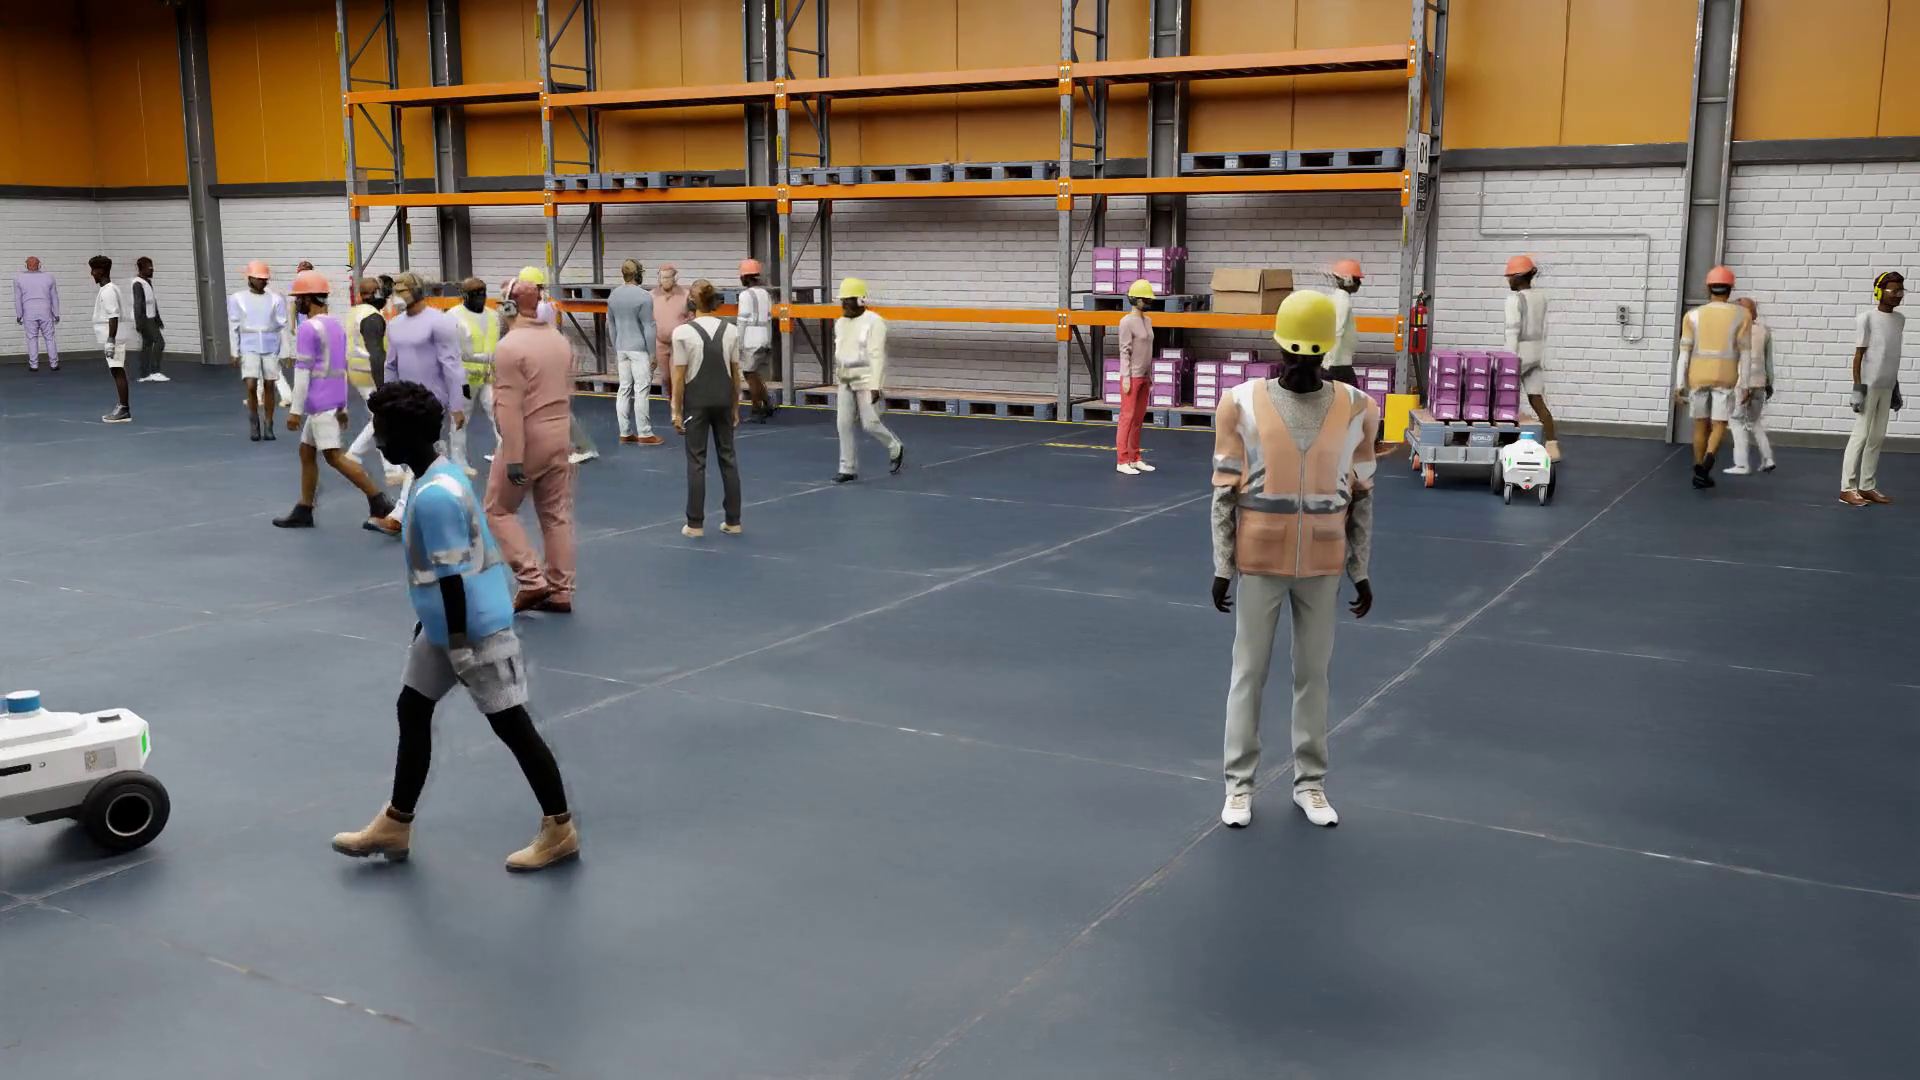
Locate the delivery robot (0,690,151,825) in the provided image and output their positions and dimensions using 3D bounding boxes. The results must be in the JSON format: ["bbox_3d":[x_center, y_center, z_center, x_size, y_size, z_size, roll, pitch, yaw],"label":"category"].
[{"bbox_3d":[-3.165,0.756,5.654,0.707,0.478,0.477,-9,13,-41],"label":"delivery robot"}]

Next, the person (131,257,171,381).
[{"bbox_3d":[-12.371,-3.374,25.506,0.624,1.903,0.600,-3,10,-17],"label":"person"}]

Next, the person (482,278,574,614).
[{"bbox_3d":[-2.405,-0.509,9.302,0.450,1.891,0.641,4,11,24],"label":"person"}]

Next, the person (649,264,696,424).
[{"bbox_3d":[-3.397,-2.324,19.653,0.663,1.878,0.825,0,10,3],"label":"person"}]

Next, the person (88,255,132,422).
[{"bbox_3d":[-10.016,-2.369,19.630,0.374,1.963,0.607,-4,11,-23],"label":"person"}]

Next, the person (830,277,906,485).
[{"bbox_3d":[-0.825,-1.393,14.545,0.594,1.807,0.702,8,13,39],"label":"person"}]

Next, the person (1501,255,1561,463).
[{"bbox_3d":[5.368,-1.717,15.908,0.654,1.989,1.061,-7,12,-35],"label":"person"}]

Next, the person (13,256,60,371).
[{"bbox_3d":[-15.341,-3.759,27.661,0.650,1.906,0.401,-6,12,-32],"label":"person"}]

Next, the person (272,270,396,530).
[{"bbox_3d":[-4.576,-1.007,12.101,0.939,1.905,0.550,0,10,0],"label":"person"}]

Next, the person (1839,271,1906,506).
[{"bbox_3d":[7.352,-1.209,13.327,0.534,1.868,0.309,-4,11,-24],"label":"person"}]

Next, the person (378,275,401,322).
[{"bbox_3d":[-7.634,-2.683,22.148,0.355,1.687,0.553,7,12,33],"label":"person"}]

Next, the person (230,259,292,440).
[{"bbox_3d":[-7.401,-2.003,17.654,0.581,1.923,0.540,-5,11,-28],"label":"person"}]

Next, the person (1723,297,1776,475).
[{"bbox_3d":[7.092,-1.389,15.062,0.537,1.609,0.368,-3,11,-18],"label":"person"}]

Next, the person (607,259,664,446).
[{"bbox_3d":[-3.374,-1.941,17.276,0.629,1.940,0.372,7,12,34],"label":"person"}]

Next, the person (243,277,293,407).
[{"bbox_3d":[-8.971,-2.615,21.509,0.953,1.803,0.646,3,11,18],"label":"person"}]

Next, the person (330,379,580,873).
[{"bbox_3d":[-1.712,0.294,5.469,0.888,1.623,0.543,-4,11,-20],"label":"person"}]

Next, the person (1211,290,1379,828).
[{"bbox_3d":[1.183,0.077,5.909,0.585,1.916,0.387,0,10,0],"label":"person"}]

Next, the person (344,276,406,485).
[{"bbox_3d":[-5.099,-1.376,14.447,0.594,1.820,0.652,-5,11,-26],"label":"person"}]

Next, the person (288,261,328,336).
[{"bbox_3d":[-9.741,-3.243,24.921,0.565,1.842,0.390,-9,13,-41],"label":"person"}]

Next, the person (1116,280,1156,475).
[{"bbox_3d":[1.630,-1.484,15.182,0.318,1.766,0.535,6,12,32],"label":"person"}]

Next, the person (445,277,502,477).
[{"bbox_3d":[-4.247,-1.423,14.770,0.960,1.787,0.627,8,13,37],"label":"person"}]

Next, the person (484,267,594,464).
[{"bbox_3d":[-3.972,-1.629,15.691,1.020,1.877,0.601,-3,10,-14],"label":"person"}]

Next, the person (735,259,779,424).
[{"bbox_3d":[-2.434,-2.299,19.342,0.405,1.922,0.554,3,11,19],"label":"person"}]

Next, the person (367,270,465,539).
[{"bbox_3d":[-3.919,-0.957,11.843,0.637,1.887,0.998,7,12,34],"label":"person"}]

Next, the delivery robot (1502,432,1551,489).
[{"bbox_3d":[4.608,-0.636,13.538,0.477,0.478,0.707,3,10,15],"label":"delivery robot"}]

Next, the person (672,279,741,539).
[{"bbox_3d":[-1.794,-0.929,11.853,0.504,1.835,0.359,-5,11,-28],"label":"person"}]

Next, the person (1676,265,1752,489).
[{"bbox_3d":[6.316,-1.348,13.980,0.575,1.918,0.716,7,12,36],"label":"person"}]

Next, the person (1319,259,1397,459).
[{"bbox_3d":[3.728,-1.747,16.186,1.046,1.933,0.634,0,10,1],"label":"person"}]
